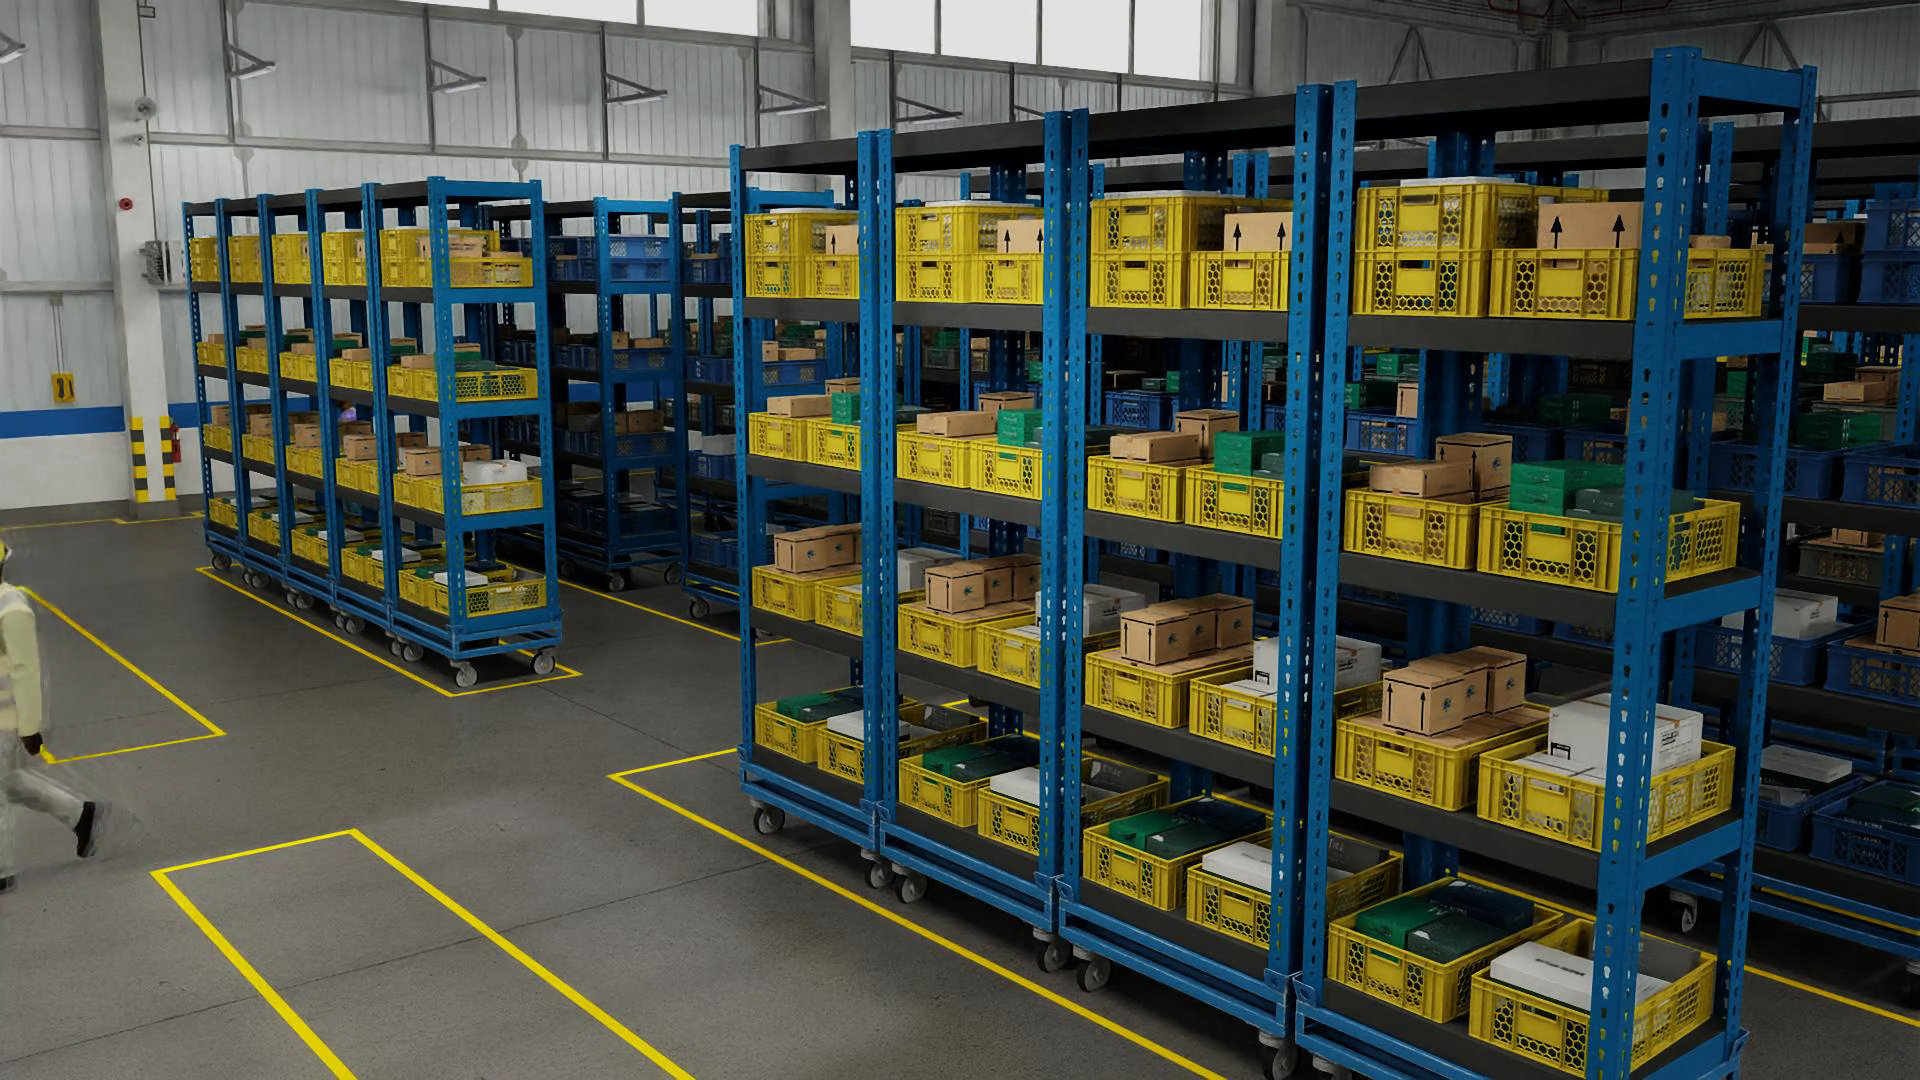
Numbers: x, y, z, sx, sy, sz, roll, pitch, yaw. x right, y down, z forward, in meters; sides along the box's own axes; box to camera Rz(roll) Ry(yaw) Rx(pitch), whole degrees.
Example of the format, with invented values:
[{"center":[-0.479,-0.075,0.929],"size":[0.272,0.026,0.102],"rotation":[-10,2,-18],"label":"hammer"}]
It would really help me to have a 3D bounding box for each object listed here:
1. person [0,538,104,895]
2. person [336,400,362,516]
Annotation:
[{"center":[-4.563,0.798,8.001],"size":[0.595,1.808,0.719],"rotation":[9,13,44],"label":"person"},{"center":[-6.164,-0.692,16.859],"size":[0.390,1.846,0.565],"rotation":[-3,10,-16],"label":"person"}]
